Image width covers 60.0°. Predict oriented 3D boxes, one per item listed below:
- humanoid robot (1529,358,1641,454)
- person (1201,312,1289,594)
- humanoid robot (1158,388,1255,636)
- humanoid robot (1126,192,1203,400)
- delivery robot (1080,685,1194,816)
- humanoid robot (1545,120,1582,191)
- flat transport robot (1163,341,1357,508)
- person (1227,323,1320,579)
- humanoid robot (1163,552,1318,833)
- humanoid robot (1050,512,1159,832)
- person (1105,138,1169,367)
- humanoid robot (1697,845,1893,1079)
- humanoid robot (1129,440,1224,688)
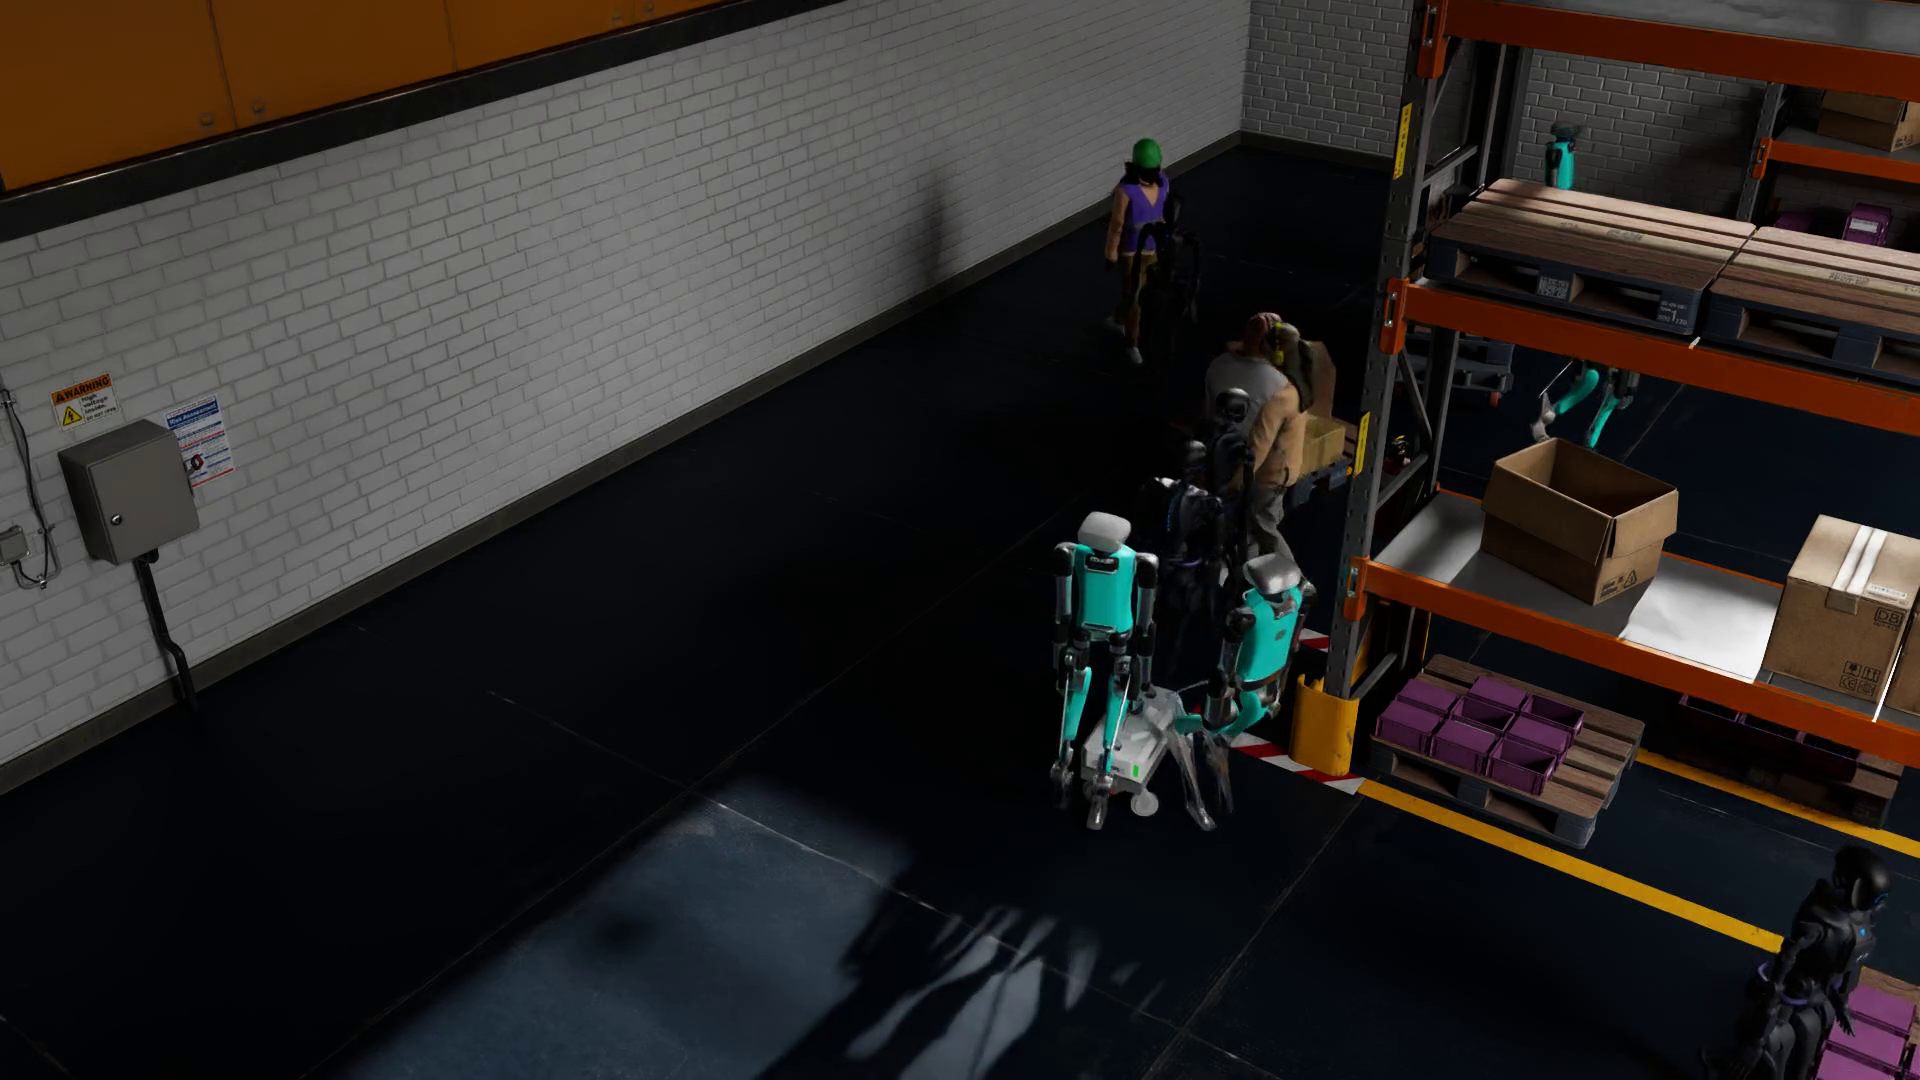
[{"bbox_3d":[4.277,-1.072,11.446,0.962,1.724,0.578,-18,35,-29],"label":"humanoid robot"},{"bbox_3d":[1.752,-0.510,10.304,0.545,1.886,0.684,-20,36,-31],"label":"person"},{"bbox_3d":[1.494,-0.149,9.899,0.501,1.646,0.591,-18,35,-28],"label":"humanoid robot"},{"bbox_3d":[1.589,-1.926,12.979,0.607,1.650,0.333,12,32,20],"label":"humanoid robot"},{"bbox_3d":[0.932,1.077,8.878,0.524,0.587,0.749,14,33,22],"label":"delivery robot"},{"bbox_3d":[5.289,-2.591,14.162,0.828,1.866,0.533,19,35,29],"label":"humanoid robot"},{"bbox_3d":[2.167,-0.480,11.873,1.431,0.231,0.659,-23,37,-34],"label":"flat transport robot"},{"bbox_3d":[1.937,-0.455,10.247,0.687,1.855,0.567,11,32,18],"label":"person"},{"bbox_3d":[1.294,0.779,8.311,0.546,1.839,0.820,-19,35,-30],"label":"humanoid robot"},{"bbox_3d":[0.651,0.772,8.233,0.540,1.802,0.665,9,31,15],"label":"humanoid robot"},{"bbox_3d":[1.410,-2.403,13.585,0.565,1.894,0.687,-20,36,-31],"label":"person"},{"bbox_3d":[3.203,1.796,6.522,0.612,1.632,0.581,-15,33,-25],"label":"humanoid robot"},{"bbox_3d":[1.159,0.203,9.280,0.594,1.645,0.360,17,34,27],"label":"humanoid robot"}]
